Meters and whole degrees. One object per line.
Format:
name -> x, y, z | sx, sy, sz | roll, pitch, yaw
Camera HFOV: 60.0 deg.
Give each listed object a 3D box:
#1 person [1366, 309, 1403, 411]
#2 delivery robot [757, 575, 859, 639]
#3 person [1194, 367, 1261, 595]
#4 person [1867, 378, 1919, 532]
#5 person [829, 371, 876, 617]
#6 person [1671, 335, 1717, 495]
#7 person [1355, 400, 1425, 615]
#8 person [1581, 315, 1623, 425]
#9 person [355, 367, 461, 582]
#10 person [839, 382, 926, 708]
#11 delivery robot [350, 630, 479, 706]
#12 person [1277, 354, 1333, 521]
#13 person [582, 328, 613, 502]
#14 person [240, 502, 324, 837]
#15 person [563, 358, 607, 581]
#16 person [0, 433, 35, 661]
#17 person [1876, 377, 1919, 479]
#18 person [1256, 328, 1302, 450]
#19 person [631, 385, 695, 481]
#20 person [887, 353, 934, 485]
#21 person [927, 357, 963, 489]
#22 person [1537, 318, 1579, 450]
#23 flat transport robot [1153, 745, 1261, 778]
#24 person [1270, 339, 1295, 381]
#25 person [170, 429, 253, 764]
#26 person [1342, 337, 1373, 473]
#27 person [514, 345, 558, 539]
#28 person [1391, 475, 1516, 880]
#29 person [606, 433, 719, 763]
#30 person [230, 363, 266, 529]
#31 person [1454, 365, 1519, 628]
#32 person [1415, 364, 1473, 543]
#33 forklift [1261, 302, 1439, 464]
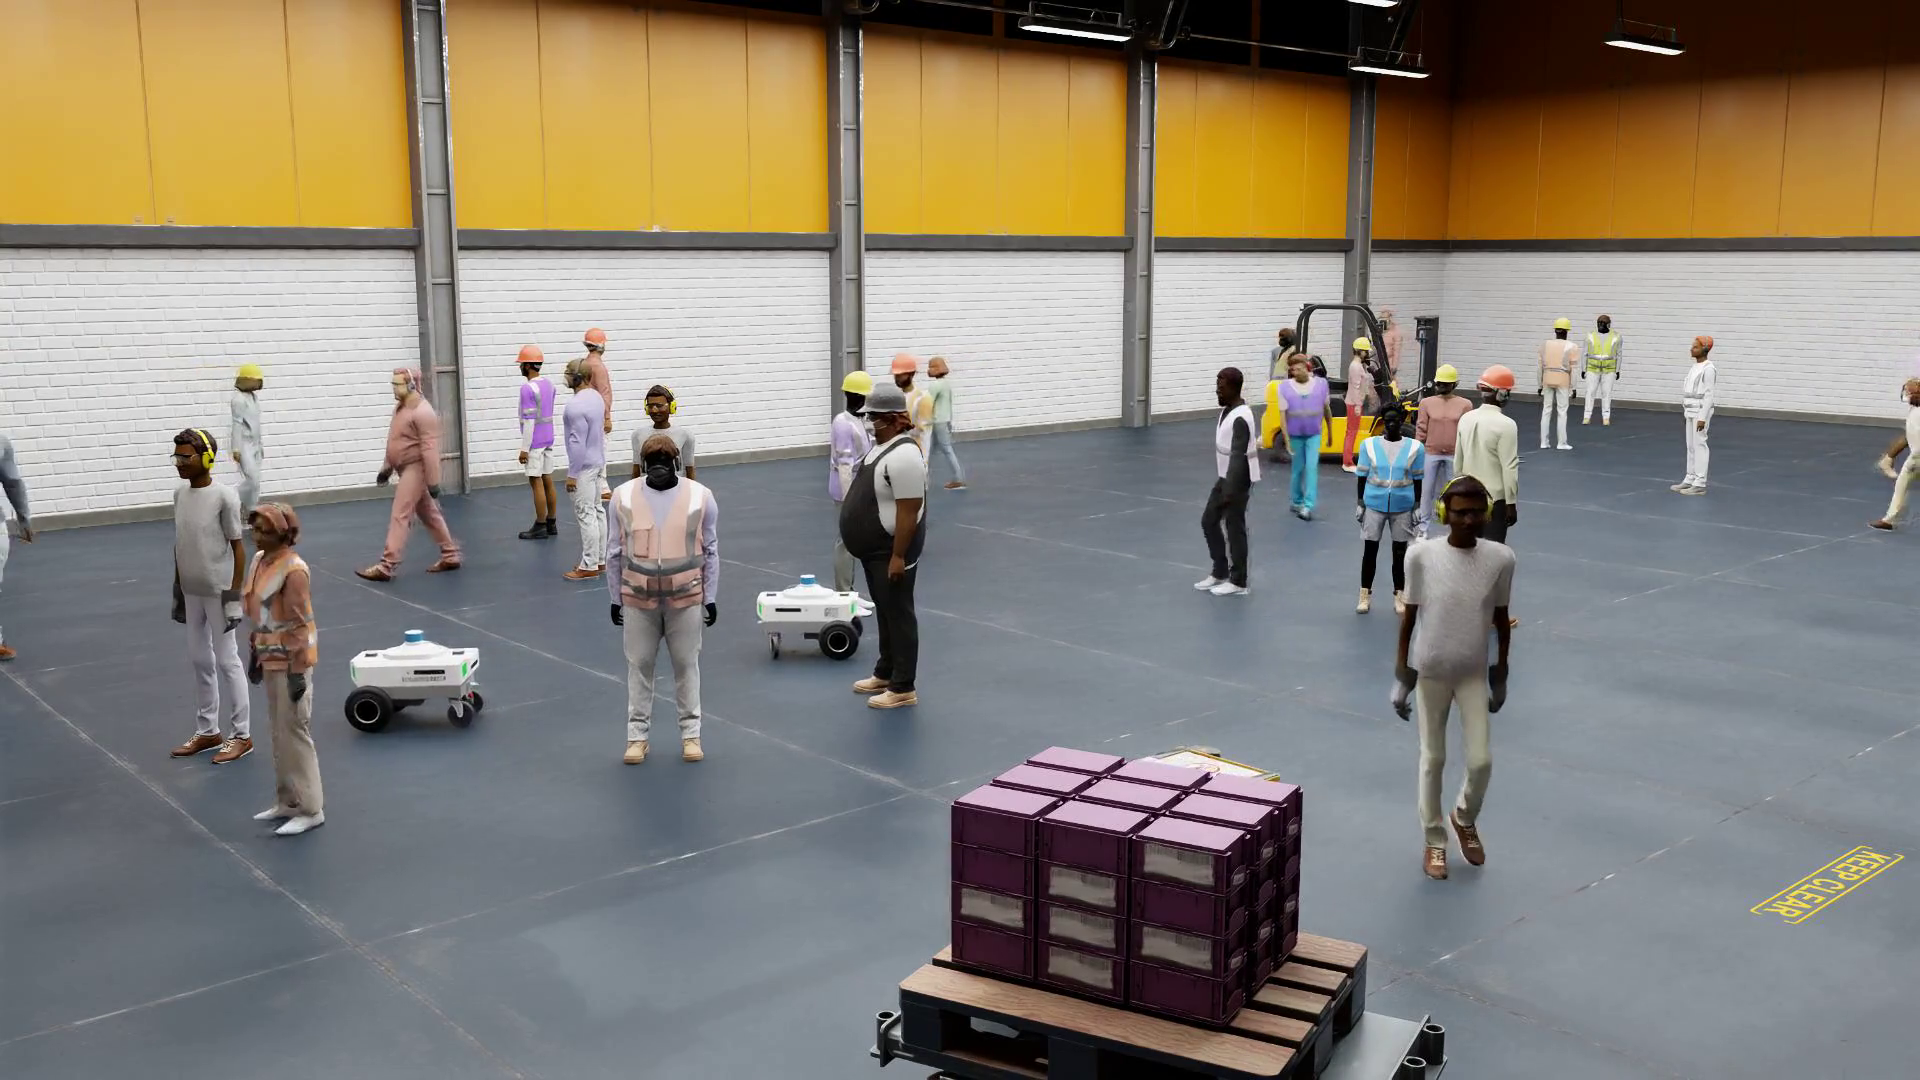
person -> 7.315, -3.056, 28.912 | 0.690, 1.883, 0.680 | -8, 12, -38
delivery robot -> -1.077, 0.490, 11.785 | 0.707, 0.478, 0.477 | 0, 10, 1
person -> 2.195, -0.478, 13.760 | 0.556, 1.907, 0.627 | 0, 10, -2
person -> 9.603, -0.824, 16.702 | 0.839, 1.591, 0.524 | 3, 10, 16
person -> -0.831, -0.367, 13.088 | 0.382, 1.920, 0.585 | 1, 10, 5
person -> 8.718, -1.476, 19.684 | 0.355, 1.885, 0.576 | 1, 10, 4
person -> 3.372, -0.254, 13.078 | 0.533, 1.697, 0.319 | 2, 10, 13
person -> 10.695, -2.830, 27.752 | 0.633, 1.836, 0.429 | 4, 10, 21
person -> -4.838, -0.581, 14.537 | 0.962, 1.858, 0.646 | -6, 11, -30
person -> -0.488, 0.024, 10.445 | 0.536, 2.000, 0.688 | -3, 10, -15
delivery robot -> -3.276, 0.787, 10.025 | 0.707, 0.478, 0.477 | 0, 9, -3
person -> 3.696, -1.108, 17.855 | 0.601, 1.780, 0.826 | 2, 10, 9
person -> -4.152, -1.433, 19.134 | 0.400, 1.990, 0.626 | -7, 12, -36
person -> -3.316, 0.623, 8.161 | 0.315, 1.627, 0.554 | -8, 12, -39
person -> -3.277, -0.614, 14.477 | 0.372, 1.940, 0.632 | 1, 10, 5
person -> -6.750, -0.084, 11.439 | 0.477, 1.915, 0.744 | 5, 11, 28
person -> 12.051, -1.704, 20.741 | 0.619, 2.001, 1.045 | -6, 11, -31
person -> 4.723, -2.171, 24.055 | 0.984, 1.787, 0.632 | -1, 10, -5
person -> -2.219, -0.222, 12.387 | 0.510, 1.872, 0.328 | 1, 10, 3
person -> -0.498, -0.787, 15.535 | 0.554, 1.920, 0.418 | 7, 12, 36
person -> -0.322, -1.412, 20.151 | 0.840, 1.588, 0.519 | 3, 10, 18
person -> 8.706, -2.270, 24.216 | 0.594, 1.922, 0.385 | 9, 13, 42
flat transport robot -> 0.960, 1.291, 8.200 | 1.431, 0.197, 0.652 | -8, 13, -41
person -> 5.326, -2.585, 26.980 | 0.514, 1.605, 0.738 | 8, 13, 40
person -> -4.208, 0.309, 9.277 | 0.513, 1.872, 0.328 | 4, 11, 24
person -> 5.185, -1.757, 21.680 | 0.329, 1.765, 0.533 | 2, 10, 11
person -> -4.240, -0.974, 16.586 | 0.358, 1.938, 0.542 | 2, 10, 12
person -> 2.208, 0.624, 7.496 | 0.532, 1.856, 0.388 | 2, 10, 9
person -> -1.651, 0.326, 9.257 | 0.621, 1.845, 0.429 | -1, 10, -6
person -> -7.304, -0.950, 17.047 | 0.449, 1.722, 0.512 | 0, 10, 2
person -> 4.024, -0.330, 12.652 | 0.394, 1.990, 0.625 | -4, 11, -23
person -> 4.729, -0.834, 16.279 | 0.532, 1.765, 0.323 | 2, 10, 14
forklift -> 5.320, -2.157, 22.763 | 2.313, 2.155, 1.214 | 3, 10, 16
